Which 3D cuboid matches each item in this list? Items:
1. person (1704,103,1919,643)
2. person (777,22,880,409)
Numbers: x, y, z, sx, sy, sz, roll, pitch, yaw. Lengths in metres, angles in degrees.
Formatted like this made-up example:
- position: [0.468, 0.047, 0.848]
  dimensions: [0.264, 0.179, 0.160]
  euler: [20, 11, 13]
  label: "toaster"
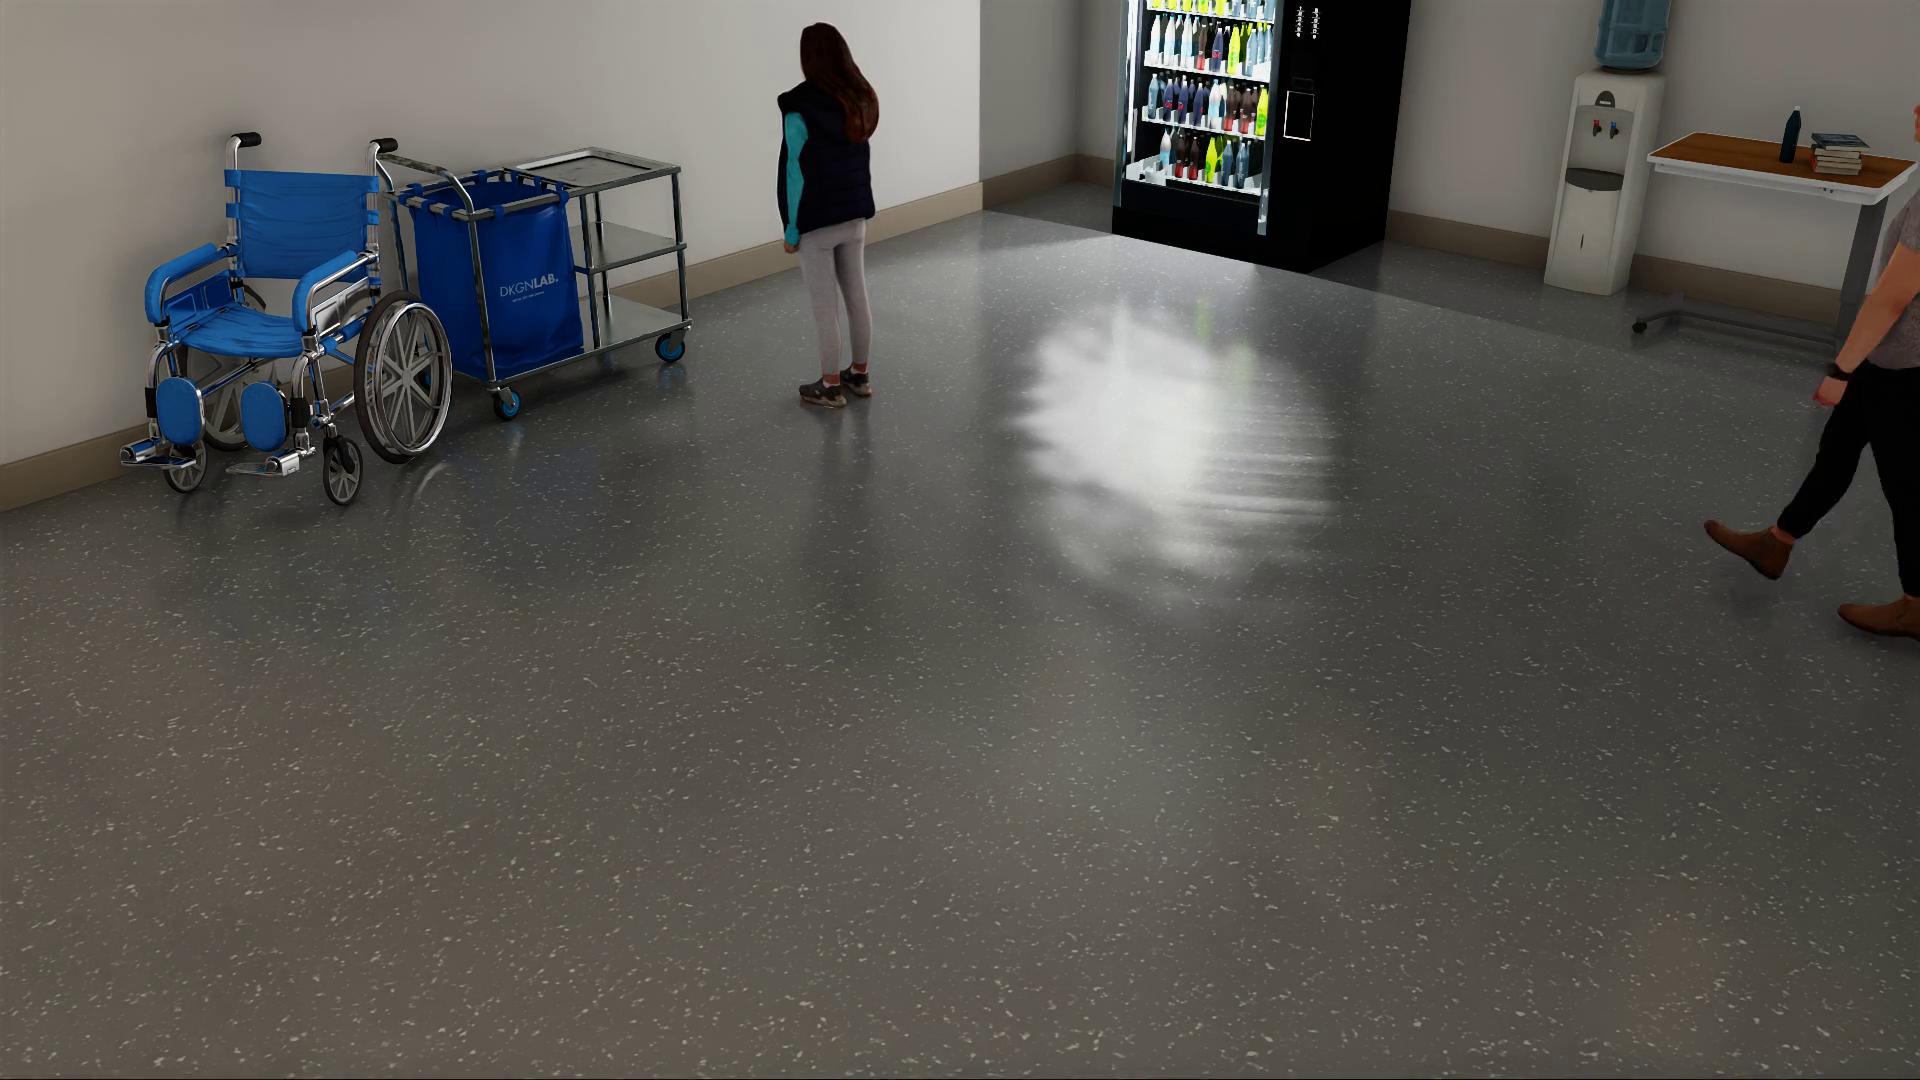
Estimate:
- position: [2.789, -0.490, 4.723]
  dimensions: [0.979, 1.695, 0.649]
  euler: [22, 33, 37]
  label: "person"
- position: [-0.506, -1.270, 6.565]
  dimensions: [0.589, 1.500, 0.594]
  euler: [-23, 34, -39]
  label: "person"
